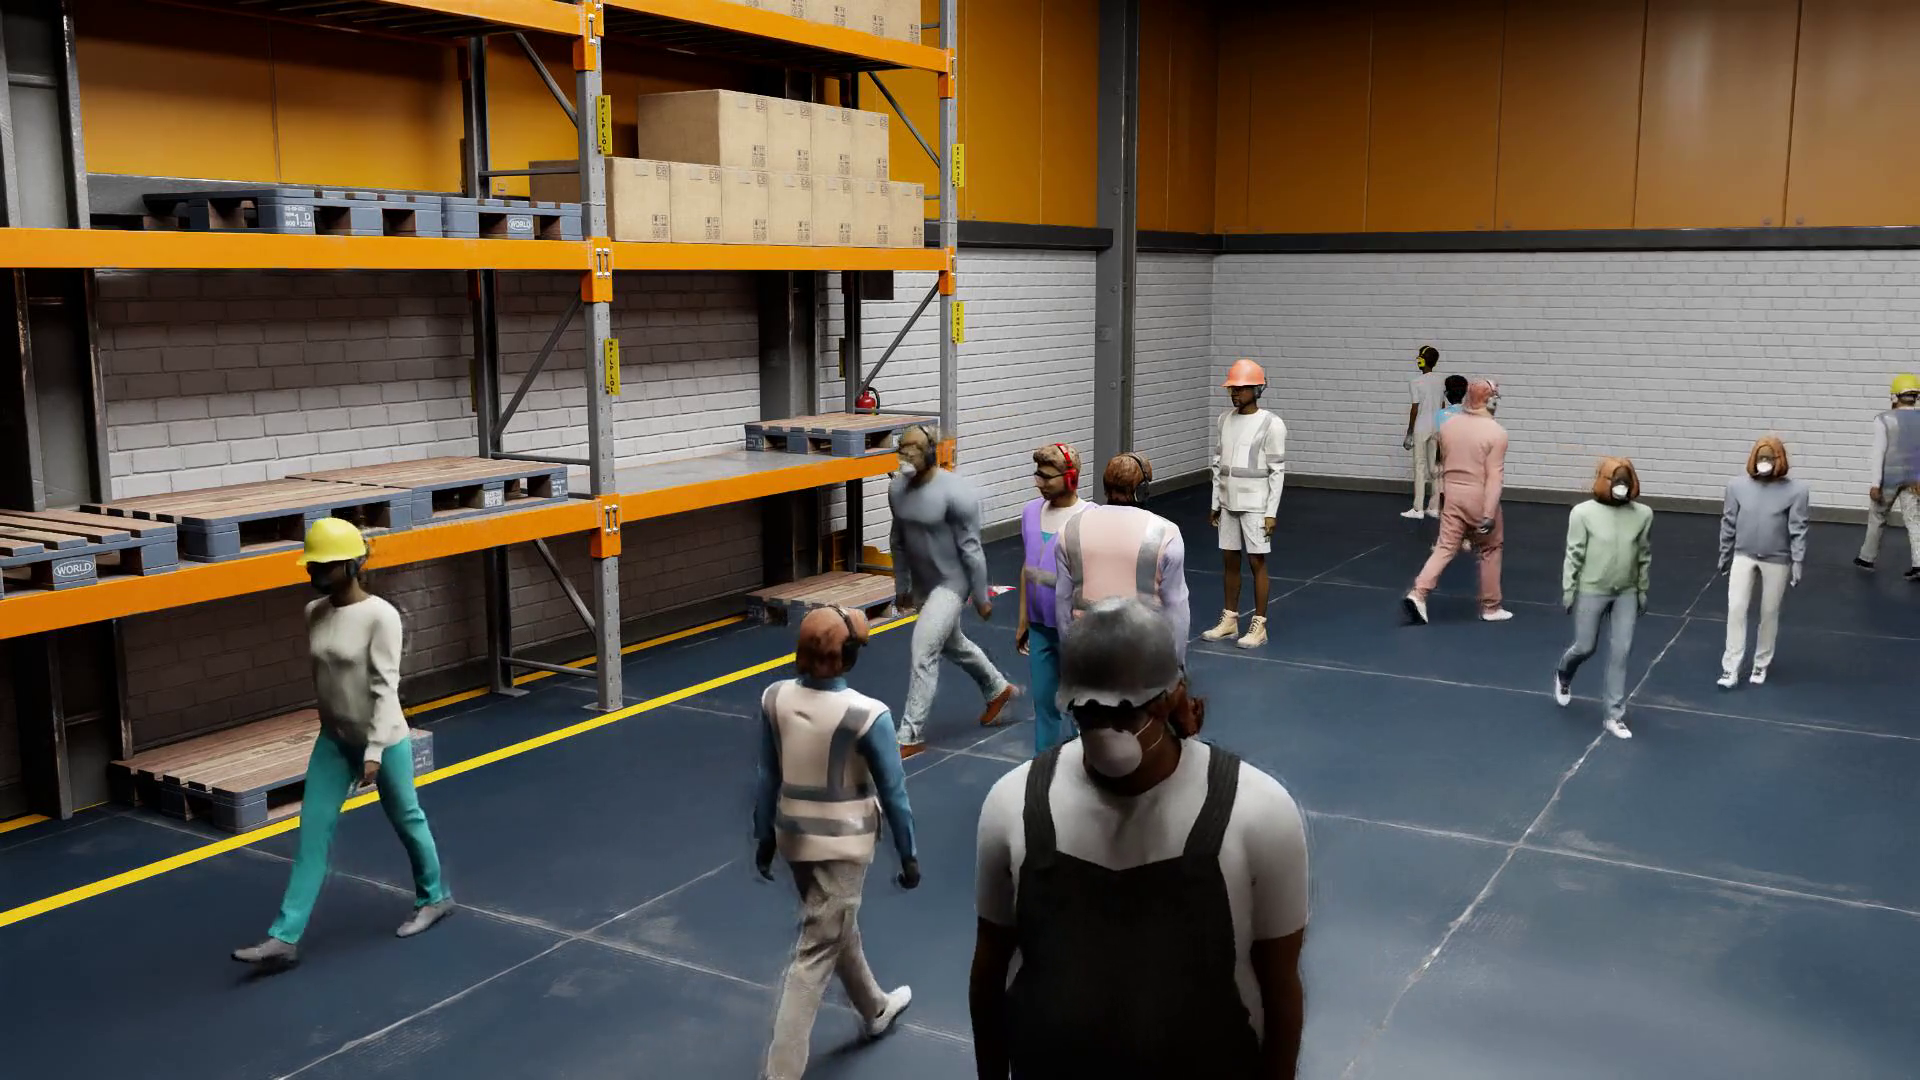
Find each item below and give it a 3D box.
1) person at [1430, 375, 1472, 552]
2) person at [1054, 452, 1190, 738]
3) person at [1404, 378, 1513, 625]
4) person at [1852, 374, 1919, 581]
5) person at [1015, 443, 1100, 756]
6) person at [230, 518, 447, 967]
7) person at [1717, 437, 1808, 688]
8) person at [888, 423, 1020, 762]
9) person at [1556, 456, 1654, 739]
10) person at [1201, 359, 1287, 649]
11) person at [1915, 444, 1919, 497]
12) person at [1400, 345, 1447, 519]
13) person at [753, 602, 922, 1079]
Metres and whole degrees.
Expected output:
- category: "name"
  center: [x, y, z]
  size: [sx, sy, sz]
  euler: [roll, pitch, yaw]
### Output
- category: "person"
  center: [4.676, -0.712, 15.730]
  size: [0.540, 1.696, 0.317]
  euler: [-5, 10, -30]
- category: "person"
  center: [0.752, 0.514, 7.631]
  size: [0.634, 1.841, 0.429]
  euler: [4, 10, 26]
- category: "person"
  center: [3.801, -0.281, 12.516]
  size: [0.913, 1.874, 0.637]
  euler: [-6, 11, -35]
- category: "person"
  center: [8.196, -0.551, 14.471]
  size: [0.610, 1.786, 0.944]
  euler: [0, 9, 0]
- category: "person"
  center: [0.509, 0.440, 8.106]
  size: [0.388, 1.837, 0.563]
  euler: [-9, 13, -43]
- category: "person"
  center: [-2.357, 0.776, 6.386]
  size: [0.531, 1.720, 0.913]
  euler: [4, 10, 25]
- category: "person"
  center: [5.056, 0.160, 10.538]
  size: [0.527, 1.600, 0.740]
  euler: [6, 11, 35]
- category: "person"
  center: [-0.052, 0.251, 9.254]
  size: [1.102, 1.871, 0.656]
  euler: [-8, 12, -41]
- category: "person"
  center: [3.740, 0.301, 9.678]
  size: [0.506, 1.616, 0.631]
  euler: [0, 9, -2]
- category: "person"
  center: [2.009, -0.254, 11.799]
  size: [0.377, 2.045, 0.605]
  euler: [-8, 12, -39]
- category: "person"
  center: [8.239, -0.535, 13.707]
  size: [0.622, 2.008, 1.003]
  euler: [5, 10, 27]
- category: "person"
  center: [5.032, -1.166, 18.016]
  size: [0.513, 1.877, 0.328]
  euler: [-5, 10, -27]
- category: "person"
  center: [-0.390, 0.992, 5.413]
  size: [0.542, 1.584, 0.875]
  euler: [7, 11, 36]
